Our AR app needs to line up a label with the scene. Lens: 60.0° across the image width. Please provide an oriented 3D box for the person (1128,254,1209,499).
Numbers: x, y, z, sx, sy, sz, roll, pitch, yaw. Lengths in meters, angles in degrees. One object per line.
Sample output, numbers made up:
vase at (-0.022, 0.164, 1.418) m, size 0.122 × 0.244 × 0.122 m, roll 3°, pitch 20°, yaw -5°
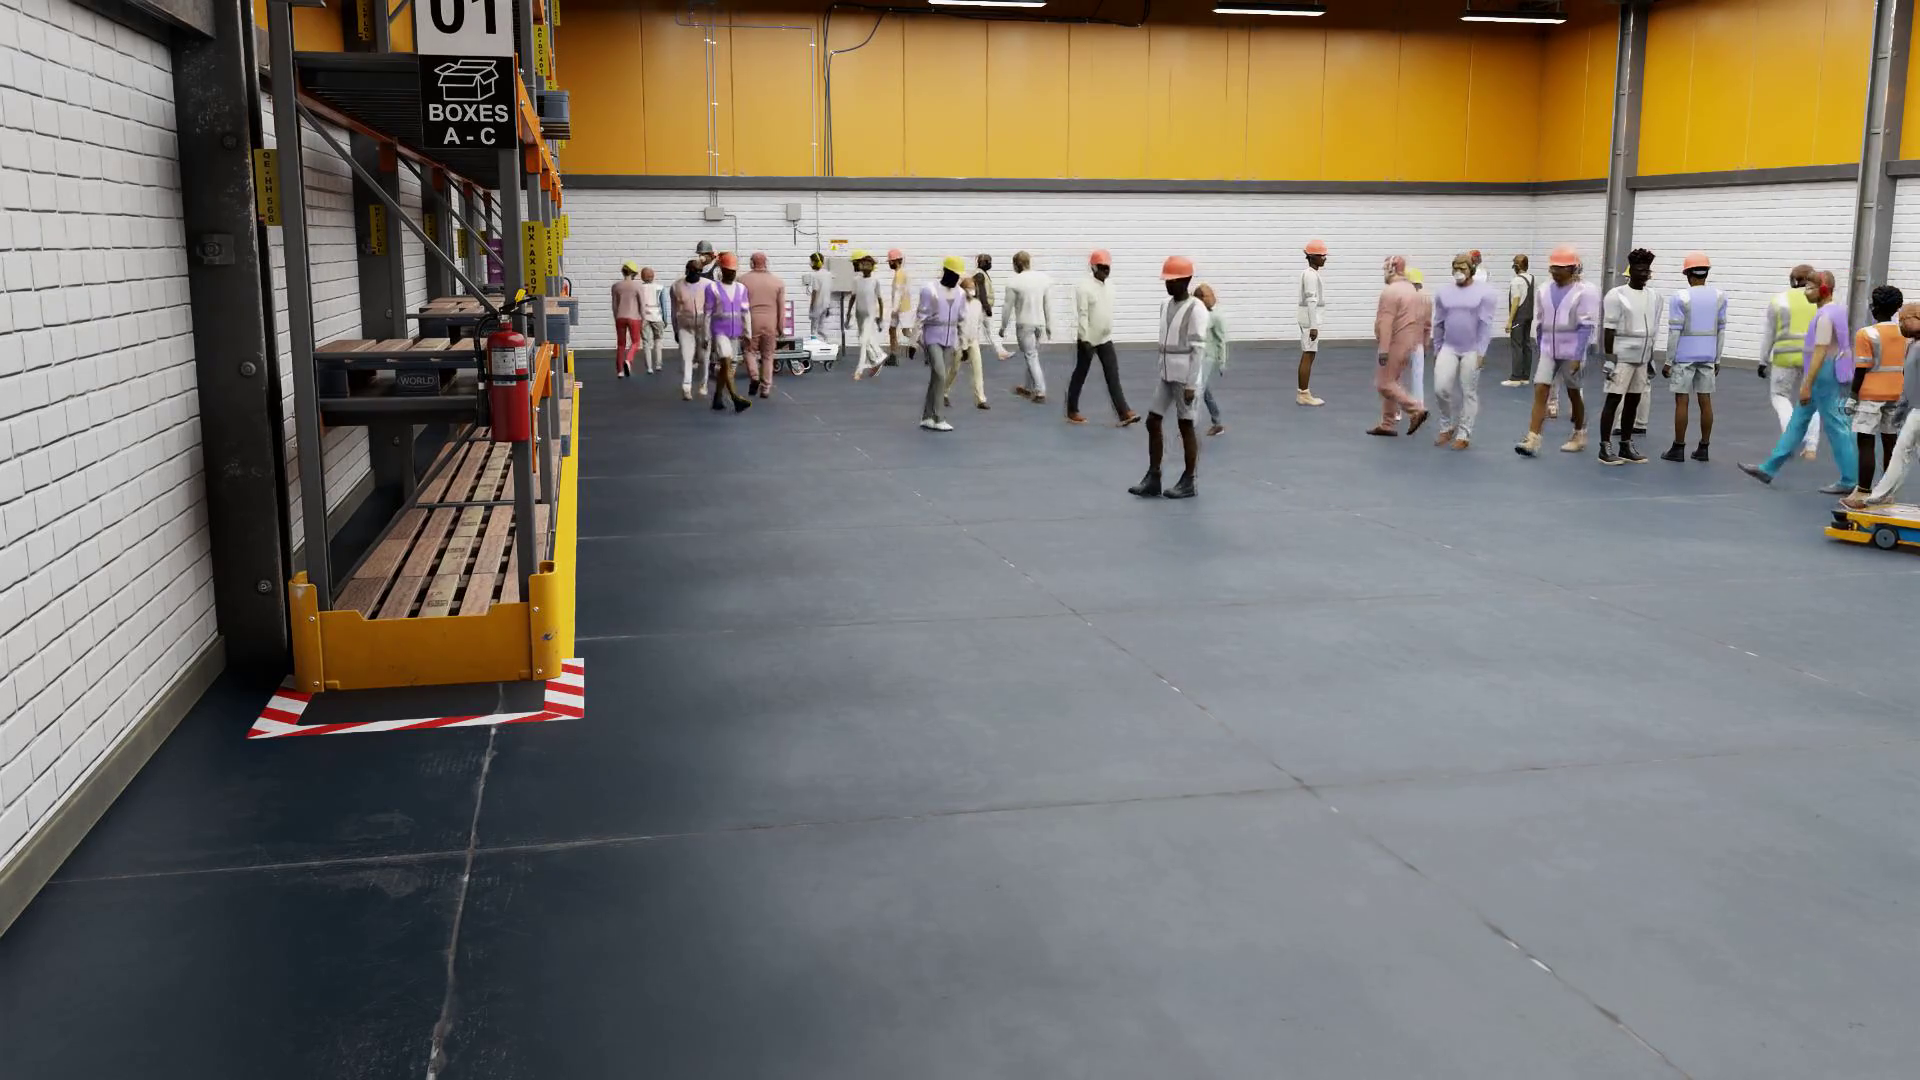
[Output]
person at (1.622, -1.260, 13.005) m, size 0.653 × 1.920 × 0.578 m, roll -6°, pitch 12°, yaw -31°

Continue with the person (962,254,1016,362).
person at (0.466, -3.844, 27.672) m, size 0.942 × 1.795 × 0.627 m, roll 2°, pitch 10°, yaw 11°

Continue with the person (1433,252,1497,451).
person at (4.819, -1.807, 16.048) m, size 0.629 × 1.919 × 0.486 m, roll 7°, pitch 13°, yaw 36°

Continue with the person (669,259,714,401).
person at (-3.426, -2.726, 21.475) m, size 0.619 × 1.805 × 0.837 m, roll -3°, pitch 11°, yaw -15°

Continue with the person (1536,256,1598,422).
person at (6.840, -2.262, 18.754) m, size 0.669 × 1.854 × 0.988 m, roll 2°, pitch 10°, yaw 12°

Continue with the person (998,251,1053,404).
person at (0.792, -2.672, 20.919) m, size 0.641 × 1.892 × 0.941 m, roll -8°, pitch 13°, yaw -37°

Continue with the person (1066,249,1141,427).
person at (1.527, -2.206, 18.232) m, size 0.631 × 1.936 × 1.051 m, roll -8°, pitch 13°, yaw -39°

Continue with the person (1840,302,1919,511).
person at (6.856, -0.914, 11.998) m, size 0.768 × 1.583 × 0.568 m, roll 4°, pitch 11°, yaw 23°

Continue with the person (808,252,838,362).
person at (-2.358, -3.851, 27.617) m, size 0.502 × 1.830 × 0.552 m, roll 6°, pitch 12°, yaw 29°

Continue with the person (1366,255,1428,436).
person at (4.529, -1.989, 17.148) m, size 0.595 × 1.884 × 0.667 m, roll 7°, pitch 12°, yaw 34°

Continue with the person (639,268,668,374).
person at (-4.761, -3.365, 25.528) m, size 0.531 × 1.605 × 0.739 m, roll -2°, pitch 10°, yaw -10°

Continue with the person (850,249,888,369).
person at (-1.463, -3.629, 26.218) m, size 0.584 × 1.895 × 0.617 m, roll 1°, pitch 10°, yaw 7°

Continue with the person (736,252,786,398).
person at (-2.578, -2.758, 21.416) m, size 0.686 × 1.882 × 0.447 m, roll -3°, pitch 11°, yaw -17°

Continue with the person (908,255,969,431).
person at (-0.170, -2.094, 17.763) m, size 0.672 × 1.869 × 0.789 m, roll -9°, pitch 14°, yaw -41°

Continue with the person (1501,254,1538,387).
person at (7.795, -3.049, 23.161) m, size 0.504 × 1.839 × 0.344 m, roll -8°, pitch 13°, yaw -37°

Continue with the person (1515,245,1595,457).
person at (5.679, -1.777, 15.739) m, size 1.061 × 1.992 × 0.607 m, roll -9°, pitch 14°, yaw -42°

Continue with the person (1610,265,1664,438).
person at (6.937, -1.962, 17.144) m, size 0.588 × 1.837 × 0.403 m, roll -5°, pitch 12°, yaw -28°

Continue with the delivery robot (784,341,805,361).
delivery robot at (-2.772, -3.044, 26.431) m, size 0.707 × 0.478 × 0.477 m, roll -4°, pitch 11°, yaw -22°

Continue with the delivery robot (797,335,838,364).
delivery robot at (-2.258, -2.929, 25.795) m, size 0.707 × 0.478 × 0.477 m, roll -5°, pitch 11°, yaw -25°

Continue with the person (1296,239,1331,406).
person at (4.351, -2.668, 20.482) m, size 0.376 × 2.041 × 0.615 m, roll 1°, pitch 10°, yaw 7°

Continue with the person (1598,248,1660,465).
person at (6.096, -1.663, 15.128) m, size 0.609 × 1.963 × 0.367 m, roll -5°, pitch 11°, yaw -24°

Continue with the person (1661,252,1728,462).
person at (6.744, -1.679, 15.325) m, size 0.543 × 1.928 × 0.373 m, roll -1°, pitch 10°, yaw -4°

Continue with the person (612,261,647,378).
person at (-4.904, -3.240, 24.493) m, size 0.559 × 1.731 × 0.618 m, roll 3°, pitch 11°, yaw 15°

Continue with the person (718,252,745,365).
person at (-3.797, -3.738, 26.968) m, size 0.764 × 1.839 × 0.542 m, roll -7°, pitch 13°, yaw -36°

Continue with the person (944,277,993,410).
person at (0.038, -2.388, 20.178) m, size 0.517 × 1.594 × 0.850 m, roll -8°, pitch 13°, yaw -39°

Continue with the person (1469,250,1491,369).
person at (8.073, -3.615, 26.172) m, size 0.583 × 1.882 × 0.337 m, roll -4°, pitch 11°, yaw -21°

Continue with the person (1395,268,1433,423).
person at (4.997, -2.149, 18.519) m, size 0.533 × 1.718 × 0.912 m, roll 1°, pitch 10°, yaw 5°

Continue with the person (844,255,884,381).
person at (-1.366, -3.264, 24.444) m, size 0.564 × 1.828 × 0.905 m, roll 6°, pitch 12°, yaw 30°

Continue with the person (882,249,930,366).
person at (-0.846, -3.748, 26.894) m, size 0.898 × 1.895 × 0.599 m, roll 0°, pitch 10°, yaw -2°

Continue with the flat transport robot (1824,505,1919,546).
flat transport robot at (6.536, -0.048, 10.873) m, size 0.652 × 0.197 × 1.431 m, roll -7°, pitch 13°, yaw -35°

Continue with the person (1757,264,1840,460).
person at (7.818, -1.654, 15.496) m, size 0.718 × 1.814 × 0.436 m, roll 2°, pitch 11°, yaw 13°

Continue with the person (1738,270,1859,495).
person at (6.859, -1.272, 13.443) m, size 0.969 × 1.784 × 0.592 m, roll 6°, pitch 12°, yaw 30°

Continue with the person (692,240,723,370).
person at (-3.993, -3.686, 26.129) m, size 0.688 × 2.000 × 0.536 m, roll 4°, pitch 11°, yaw 22°

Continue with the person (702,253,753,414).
person at (-2.725, -2.443, 19.705) m, size 0.546 × 1.871 × 1.004 m, roll -8°, pitch 13°, yaw -38°

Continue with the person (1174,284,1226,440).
person at (2.490, -1.830, 17.112) m, size 0.870 × 1.589 × 0.502 m, roll -8°, pitch 13°, yaw -37°

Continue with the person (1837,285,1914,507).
person at (6.972, -1.079, 12.637) m, size 0.532 × 1.697 × 0.319 m, roll -3°, pitch 11°, yaw -16°
